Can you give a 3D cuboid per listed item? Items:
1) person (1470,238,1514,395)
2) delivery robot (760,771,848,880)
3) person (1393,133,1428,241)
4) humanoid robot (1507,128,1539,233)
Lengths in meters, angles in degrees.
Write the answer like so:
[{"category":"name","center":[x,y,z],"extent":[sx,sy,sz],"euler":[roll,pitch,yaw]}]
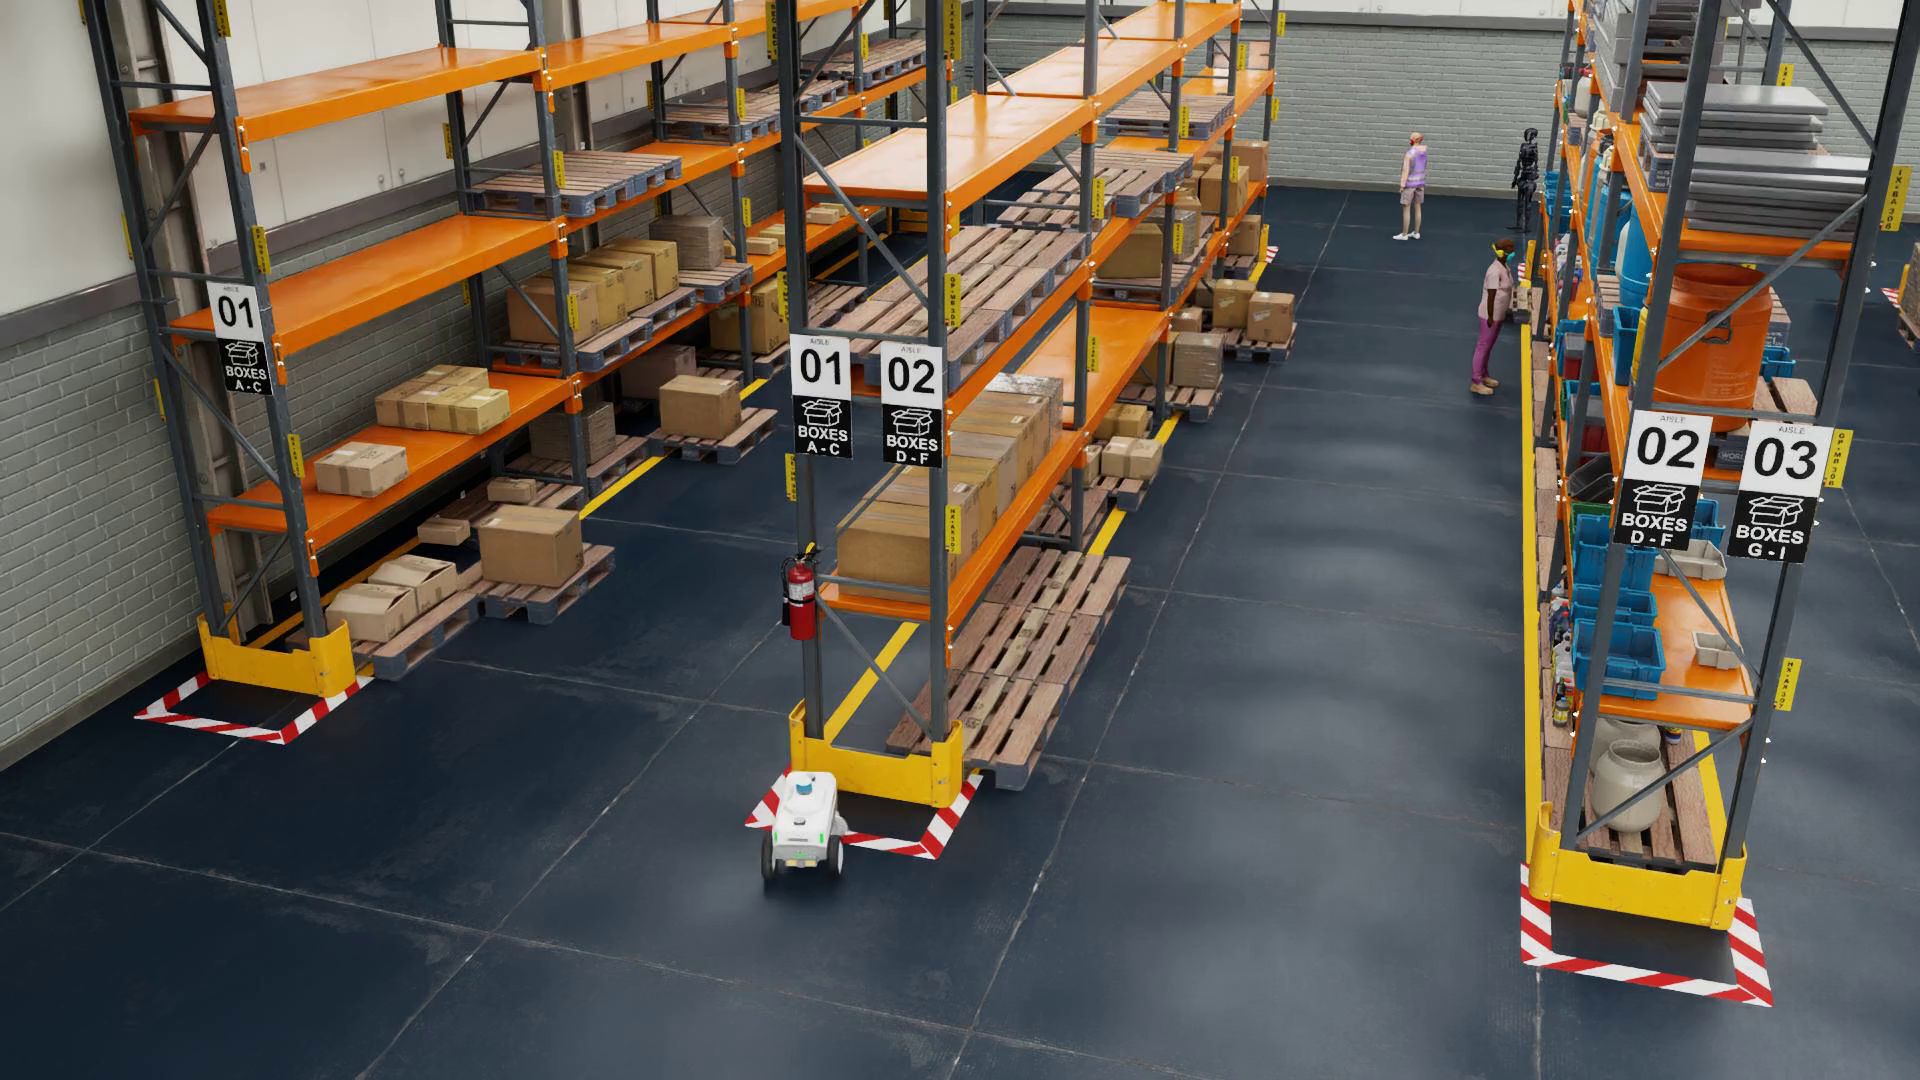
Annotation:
[{"category":"person","center":[6.192,-2.606,19.281],"extent":[0.331,1.800,0.535],"euler":[13,26,27]},{"category":"delivery robot","center":[-0.980,1.818,10.614],"extent":[0.519,0.609,0.780],"euler":[1,23,2]},{"category":"person","center":[7.170,-5.596,26.361],"extent":[0.492,1.688,0.349],"euler":[-14,27,-29]},{"category":"humanoid robot","center":[9.146,-5.819,26.869],"extent":[0.315,1.657,0.599],"euler":[-5,24,-11]}]
